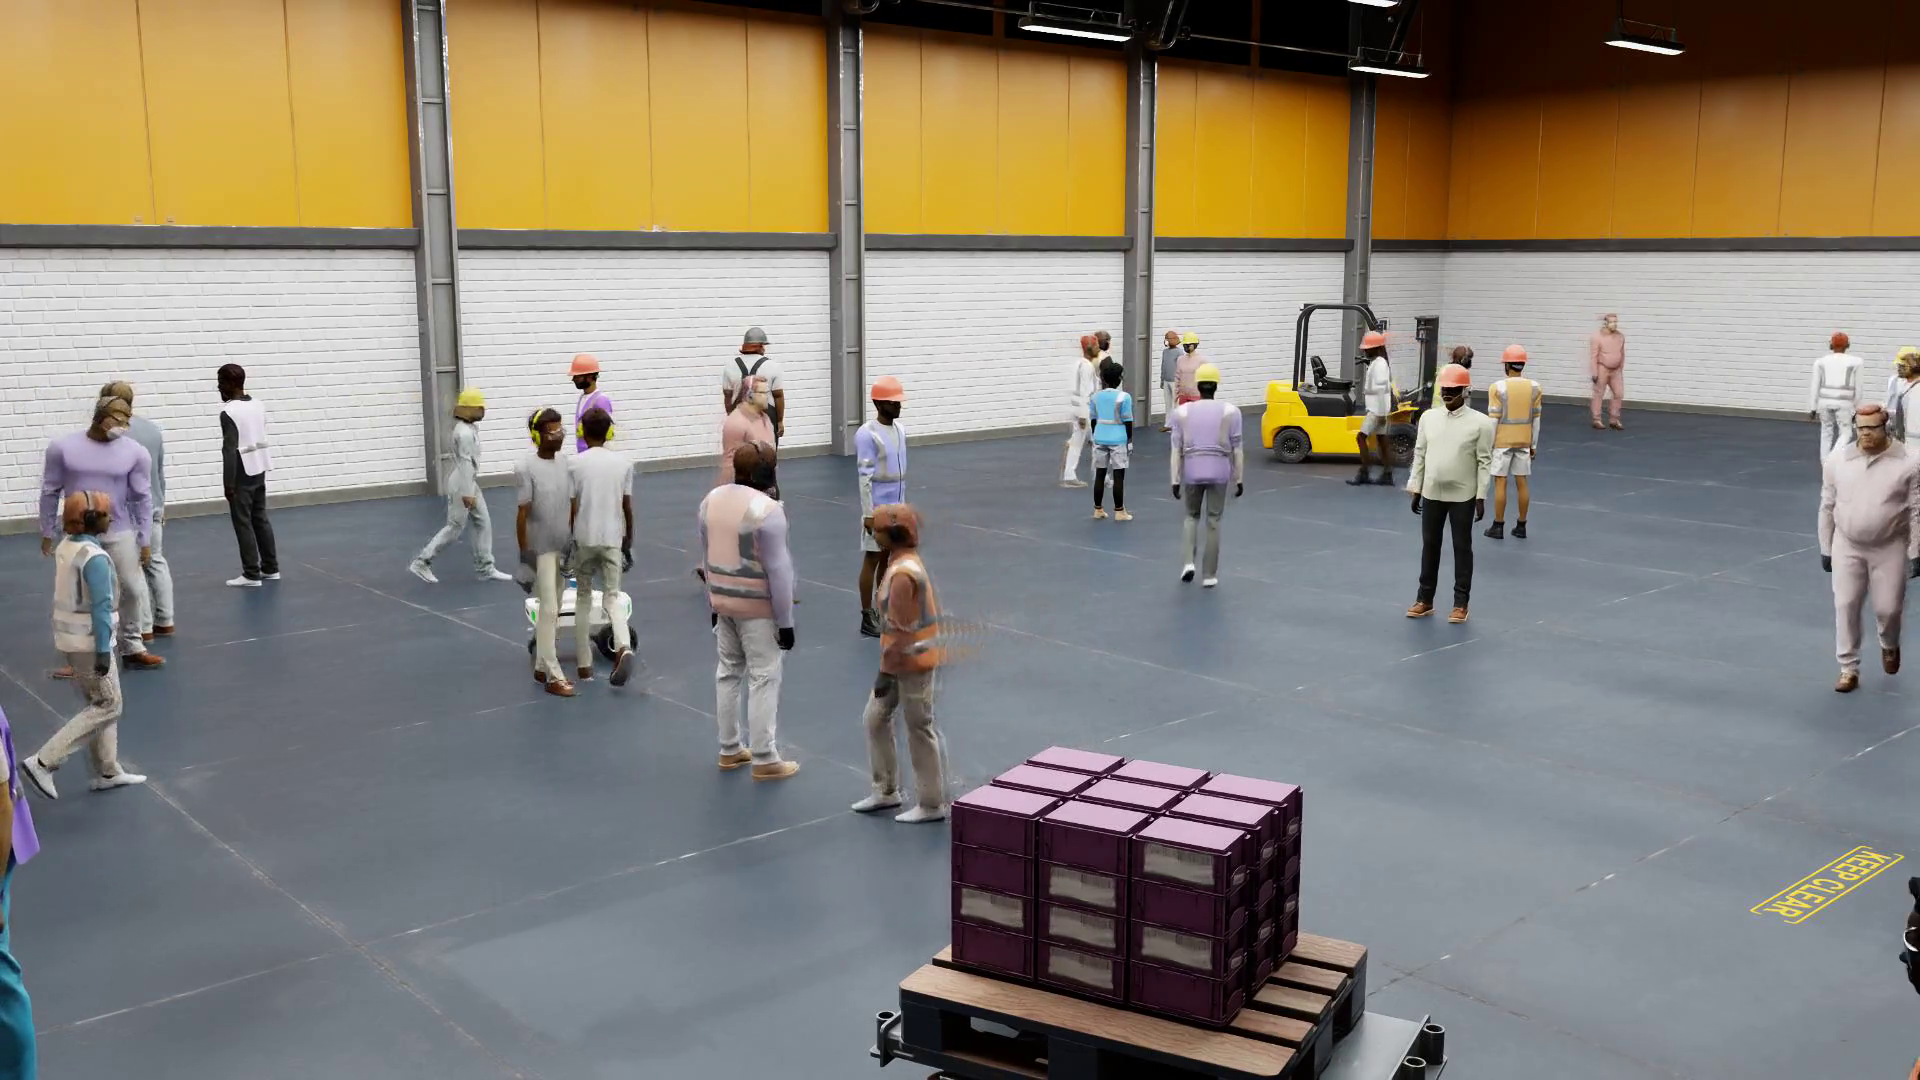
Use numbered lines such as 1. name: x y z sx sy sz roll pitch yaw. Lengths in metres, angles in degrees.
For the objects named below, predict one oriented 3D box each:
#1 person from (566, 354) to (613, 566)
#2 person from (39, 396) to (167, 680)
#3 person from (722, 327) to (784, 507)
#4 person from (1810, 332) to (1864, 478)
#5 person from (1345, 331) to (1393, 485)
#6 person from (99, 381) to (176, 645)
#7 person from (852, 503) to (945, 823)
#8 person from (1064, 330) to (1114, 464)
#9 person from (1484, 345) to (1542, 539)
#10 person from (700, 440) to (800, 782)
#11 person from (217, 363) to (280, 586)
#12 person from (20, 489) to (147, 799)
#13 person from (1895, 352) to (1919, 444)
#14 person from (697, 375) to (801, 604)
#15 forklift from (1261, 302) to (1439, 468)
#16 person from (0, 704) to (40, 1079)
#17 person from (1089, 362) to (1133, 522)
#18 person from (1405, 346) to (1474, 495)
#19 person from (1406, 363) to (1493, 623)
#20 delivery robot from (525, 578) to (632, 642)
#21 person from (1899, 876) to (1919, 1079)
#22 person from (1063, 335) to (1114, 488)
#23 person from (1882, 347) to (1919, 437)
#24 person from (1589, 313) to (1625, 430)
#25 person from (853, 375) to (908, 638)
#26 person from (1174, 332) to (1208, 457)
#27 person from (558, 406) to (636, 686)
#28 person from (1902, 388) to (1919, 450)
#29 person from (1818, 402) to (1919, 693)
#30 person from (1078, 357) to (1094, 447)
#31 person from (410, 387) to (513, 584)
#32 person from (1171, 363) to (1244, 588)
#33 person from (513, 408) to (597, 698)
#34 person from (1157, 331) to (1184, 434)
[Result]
1. person: -3.362 -0.726 15.145 0.370 1.933 0.551 -7 12 -35
2. person: -5.771 -0.013 11.117 0.728 1.897 0.366 -4 11 -23
3. person: -2.266 -1.359 18.540 0.685 2.000 0.535 2 10 11
4. person: 10.999 -1.682 20.947 0.590 1.867 0.573 9 13 41
5. person: 5.004 -1.597 20.339 0.737 1.898 0.627 2 10 12
6. person: -6.030 -0.196 12.130 0.416 1.921 0.633 1 10 7
7. person: -0.340 0.621 8.191 0.597 1.617 0.513 -1 10 -7
8. person: 1.801 -1.908 22.408 0.695 1.821 0.646 -4 11 -25
9. person: 5.491 -0.974 16.593 0.551 1.934 0.362 -1 10 -7
10. person: -1.123 0.379 8.994 0.645 1.832 0.429 9 13 41
11. person: -6.098 -0.554 14.226 0.383 1.908 0.599 1 10 5
12. person: -4.561 0.554 8.576 0.526 1.625 0.552 10 14 44
13. person: 10.132 -1.089 17.667 0.960 1.810 0.526 4 10 20
14. person: -1.754 -0.420 13.562 0.909 1.875 0.653 3 10 16
15. forklift: 5.320 -2.157 22.763 2.313 2.155 1.214 3 10 16
16. person: -3.091 1.030 5.148 0.565 1.837 0.396 8 12 38
17. person: 1.610 -1.033 17.639 0.535 1.697 0.318 7 12 37
18. person: 5.720 -1.394 19.584 0.982 1.780 0.630 -2 10 -13
19. person: 3.771 -0.361 12.827 0.611 1.996 0.378 7 12 37
20. delivery robot: -2.677 0.510 11.667 0.707 0.478 0.477 -4 10 -20
21. person: 1.932 1.442 3.186 0.370 1.680 0.550 4 11 24
22. person: 1.624 -1.542 20.150 0.805 1.851 0.628 -1 10 -4
23. person: 10.409 -1.220 18.366 0.403 1.823 0.586 -4 11 -23
24. person: 10.534 -2.716 26.930 0.681 1.882 0.697 -2 10 -14
25. person: -0.548 -0.254 12.372 0.370 1.939 0.543 6 11 31
26. person: 3.193 -2.002 23.109 0.531 1.767 0.328 9 13 42
27. person: -2.373 0.050 10.896 0.541 1.841 0.665 -3 10 -18
28. person: 8.887 -0.754 15.285 0.572 1.939 0.623 -3 10 -15
29. person: 5.919 0.039 10.811 0.656 1.883 0.577 8 12 38
30. person: 1.942 -2.153 24.446 0.510 1.619 0.450 6 11 31
31. person: -4.330 -0.459 14.263 0.793 1.706 0.494 -2 10 -11
32. person: 2.107 -0.548 14.188 0.609 1.910 0.466 3 10 16
33. person: -2.617 0.081 10.761 0.652 1.858 0.576 4 11 24
34. person: 3.360 -2.503 26.427 0.265 1.631 0.507 -6 11 -31
